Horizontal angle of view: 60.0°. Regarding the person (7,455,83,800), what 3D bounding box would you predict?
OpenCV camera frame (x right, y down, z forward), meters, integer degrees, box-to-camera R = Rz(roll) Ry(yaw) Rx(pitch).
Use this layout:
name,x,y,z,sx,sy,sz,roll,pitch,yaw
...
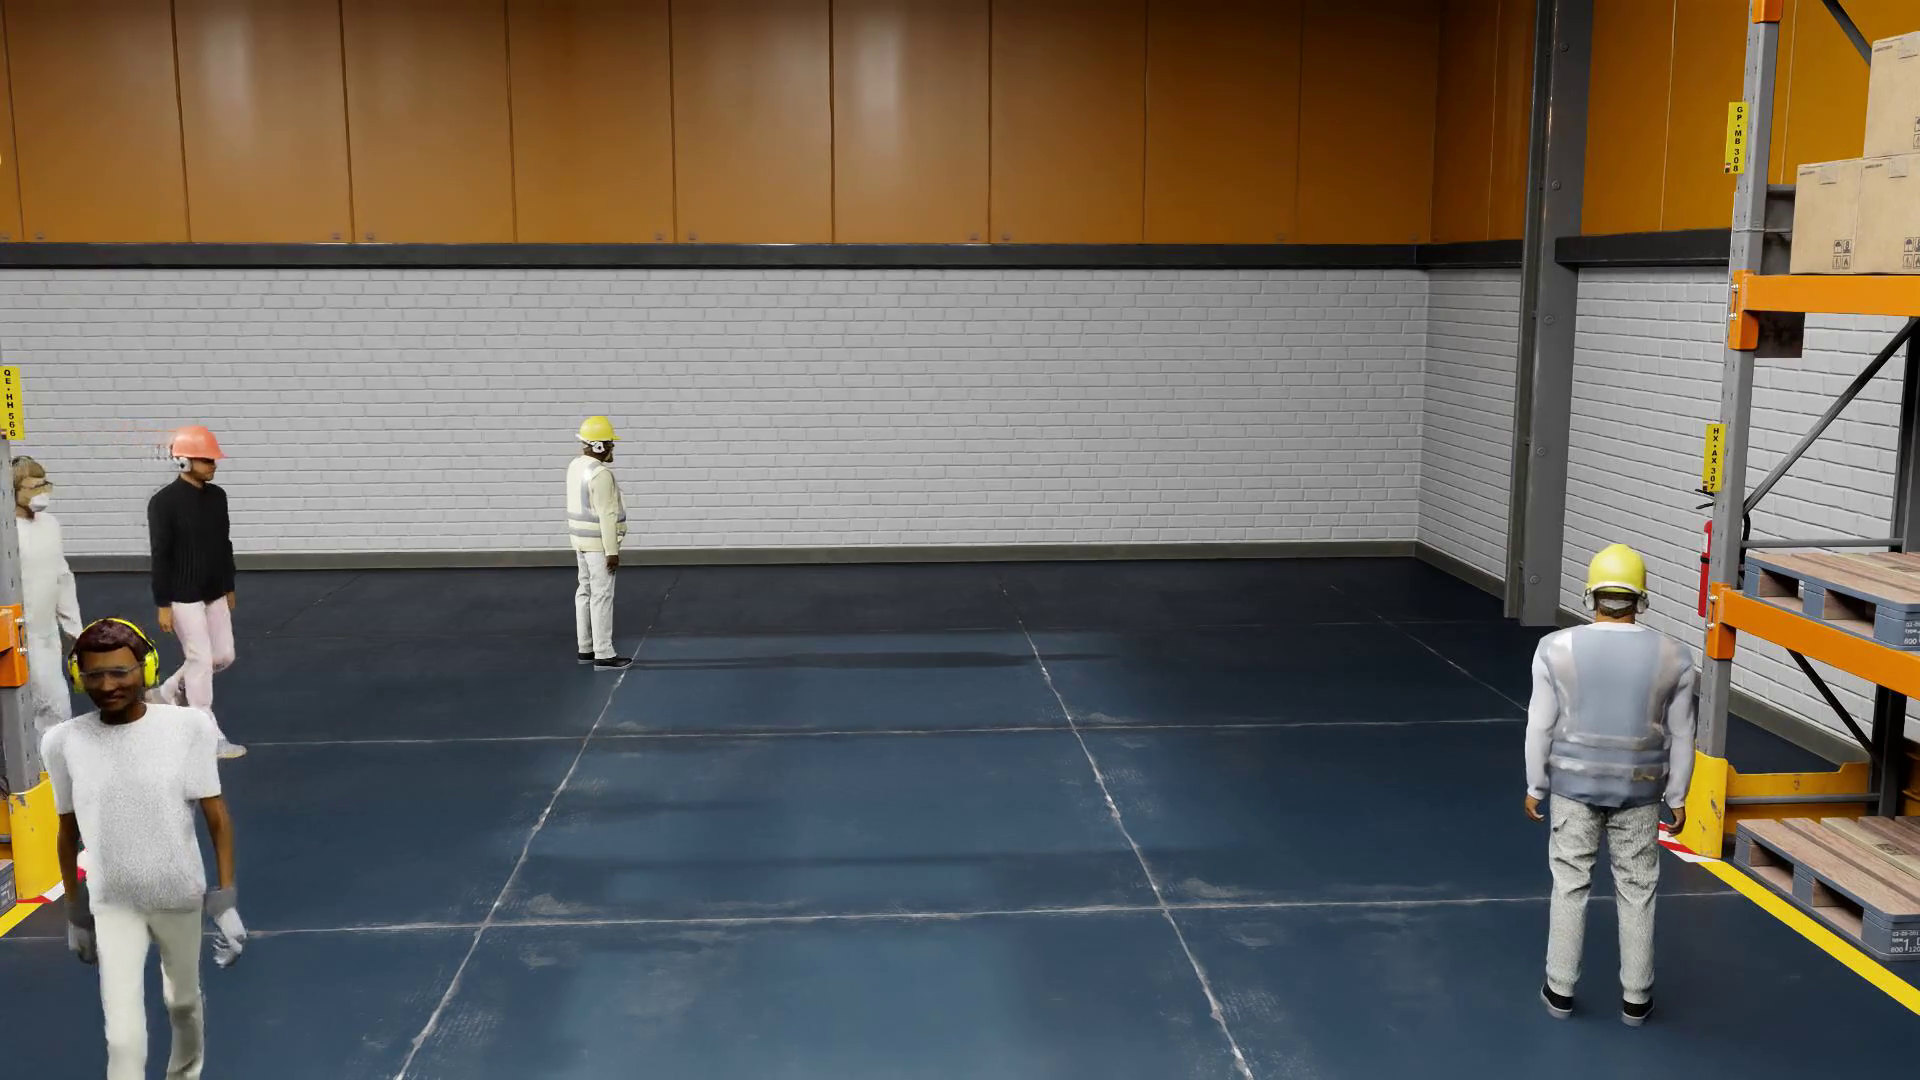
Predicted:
name,x,y,z,sx,sy,sz,roll,pitch,yaw
person,-4.745,0.521,8.550,0.469,1.921,0.662,0,9,-3

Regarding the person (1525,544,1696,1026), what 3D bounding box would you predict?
name,x,y,z,sx,sy,sz,roll,pitch,yaw
person,2.453,0.925,6.312,0.600,1.827,0.404,3,9,17

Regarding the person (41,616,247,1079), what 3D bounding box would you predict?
name,x,y,z,sx,sy,sz,roll,pitch,yaw
person,-2.496,1.121,5.126,0.537,1.823,0.972,-4,10,-22

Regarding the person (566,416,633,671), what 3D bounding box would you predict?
name,x,y,z,sx,sy,sz,roll,pitch,yaw
person,-2.602,0.019,11.990,0.404,1.830,0.600,-7,11,-36

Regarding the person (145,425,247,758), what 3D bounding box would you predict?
name,x,y,z,sx,sy,sz,roll,pitch,yaw
person,-4.566,0.304,9.790,0.666,1.974,0.615,2,9,14
